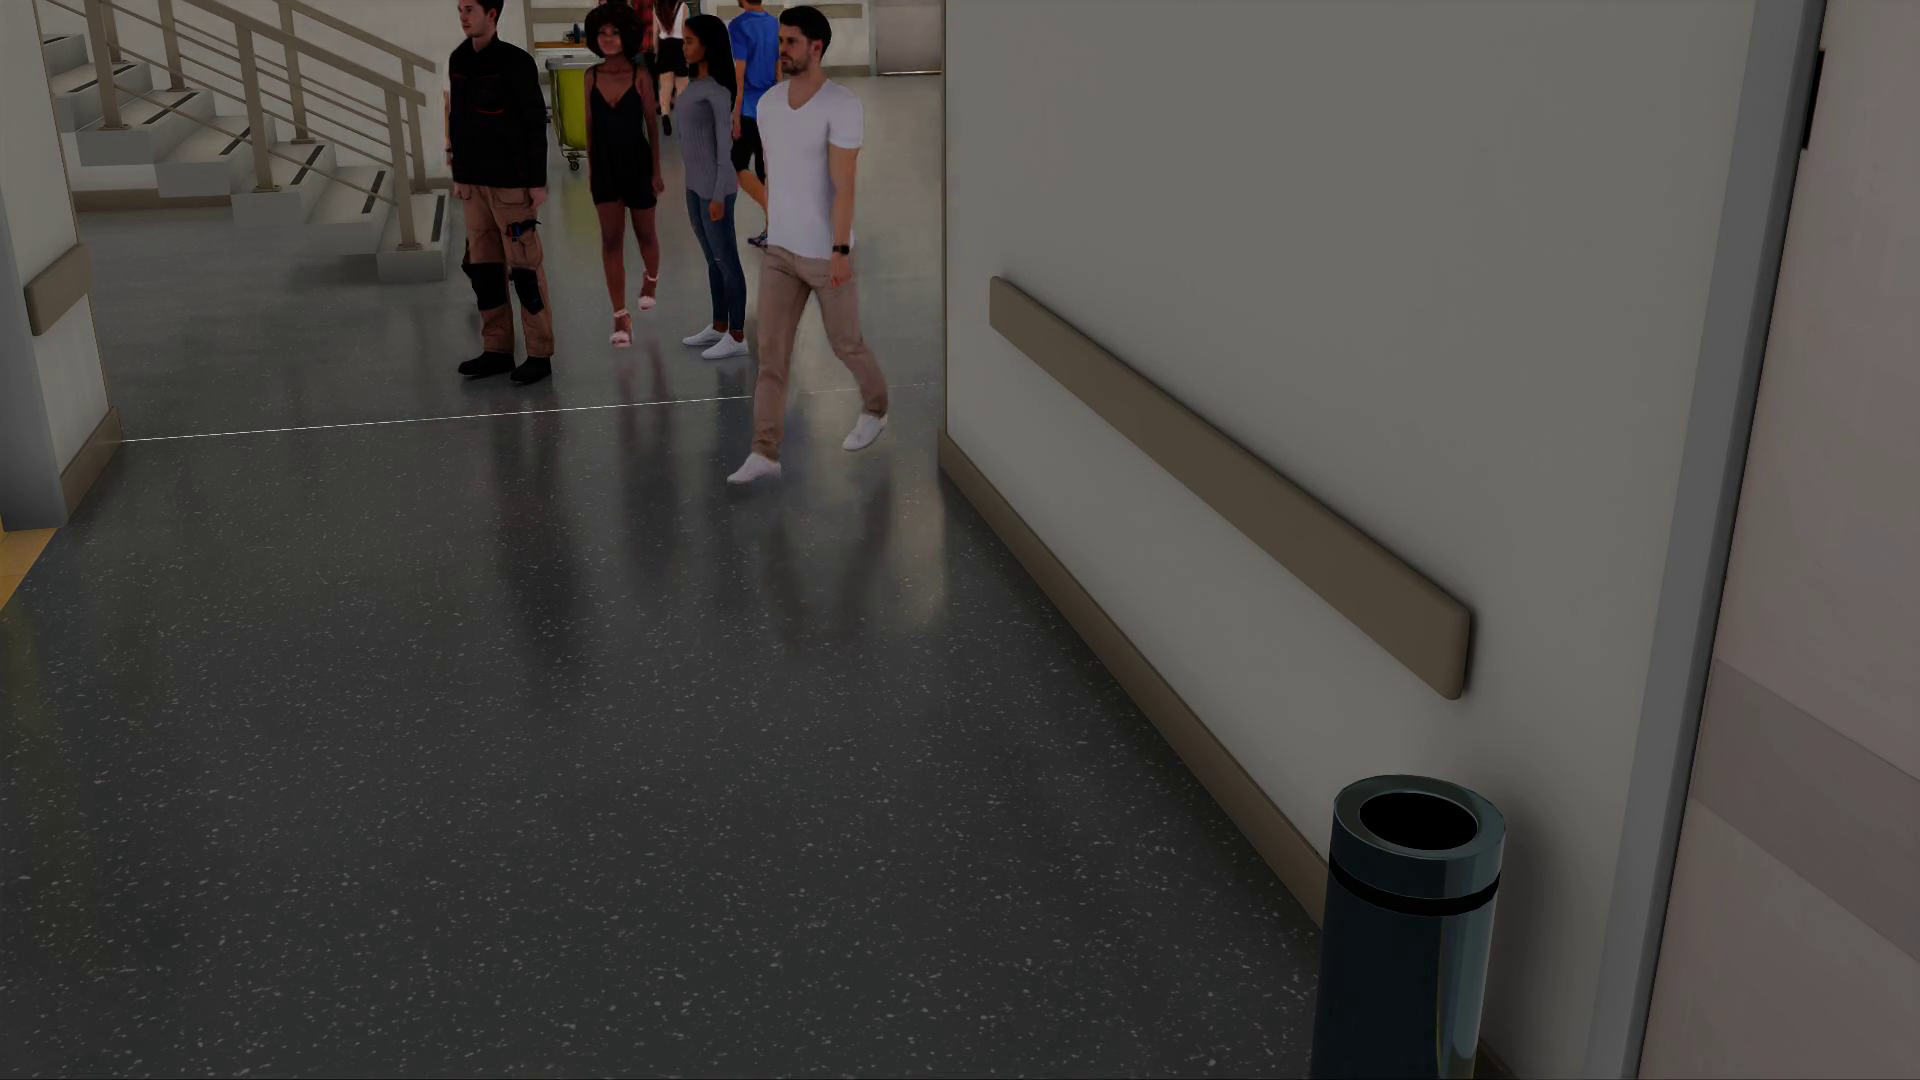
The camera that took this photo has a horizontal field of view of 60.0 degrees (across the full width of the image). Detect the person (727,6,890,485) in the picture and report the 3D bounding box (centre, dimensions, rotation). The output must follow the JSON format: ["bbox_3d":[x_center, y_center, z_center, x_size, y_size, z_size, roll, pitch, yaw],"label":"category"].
[{"bbox_3d":[-0.538,-1.180,6.802,1.167,1.843,1.285,14,25,33],"label":"person"}]

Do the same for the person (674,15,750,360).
[{"bbox_3d":[-1.279,-1.835,8.674,0.580,1.740,0.639,-9,23,-23],"label":"person"}]

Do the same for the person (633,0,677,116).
[{"bbox_3d":[-3.499,-5.754,19.090,0.695,1.692,0.770,-1,21,-2],"label":"person"}]

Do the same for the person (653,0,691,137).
[{"bbox_3d":[-2.926,-4.855,16.833,1.093,1.611,0.820,0,21,-1],"label":"person"}]

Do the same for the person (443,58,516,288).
[{"bbox_3d":[-2.905,-2.353,10.063,0.812,1.696,0.861,6,21,14],"label":"person"}]

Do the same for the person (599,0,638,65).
[{"bbox_3d":[-4.110,-5.955,19.466,1.065,1.789,1.046,11,23,27],"label":"person"}]

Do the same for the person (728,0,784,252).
[{"bbox_3d":[-1.305,-2.856,11.207,0.887,1.857,0.843,16,26,36],"label":"person"}]

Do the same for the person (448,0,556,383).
[{"bbox_3d":[-2.260,-1.744,8.174,0.764,1.924,0.847,9,23,23],"label":"person"}]

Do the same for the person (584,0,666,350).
[{"bbox_3d":[-1.789,-1.953,8.967,1.080,1.754,0.776,-1,21,-3],"label":"person"}]
